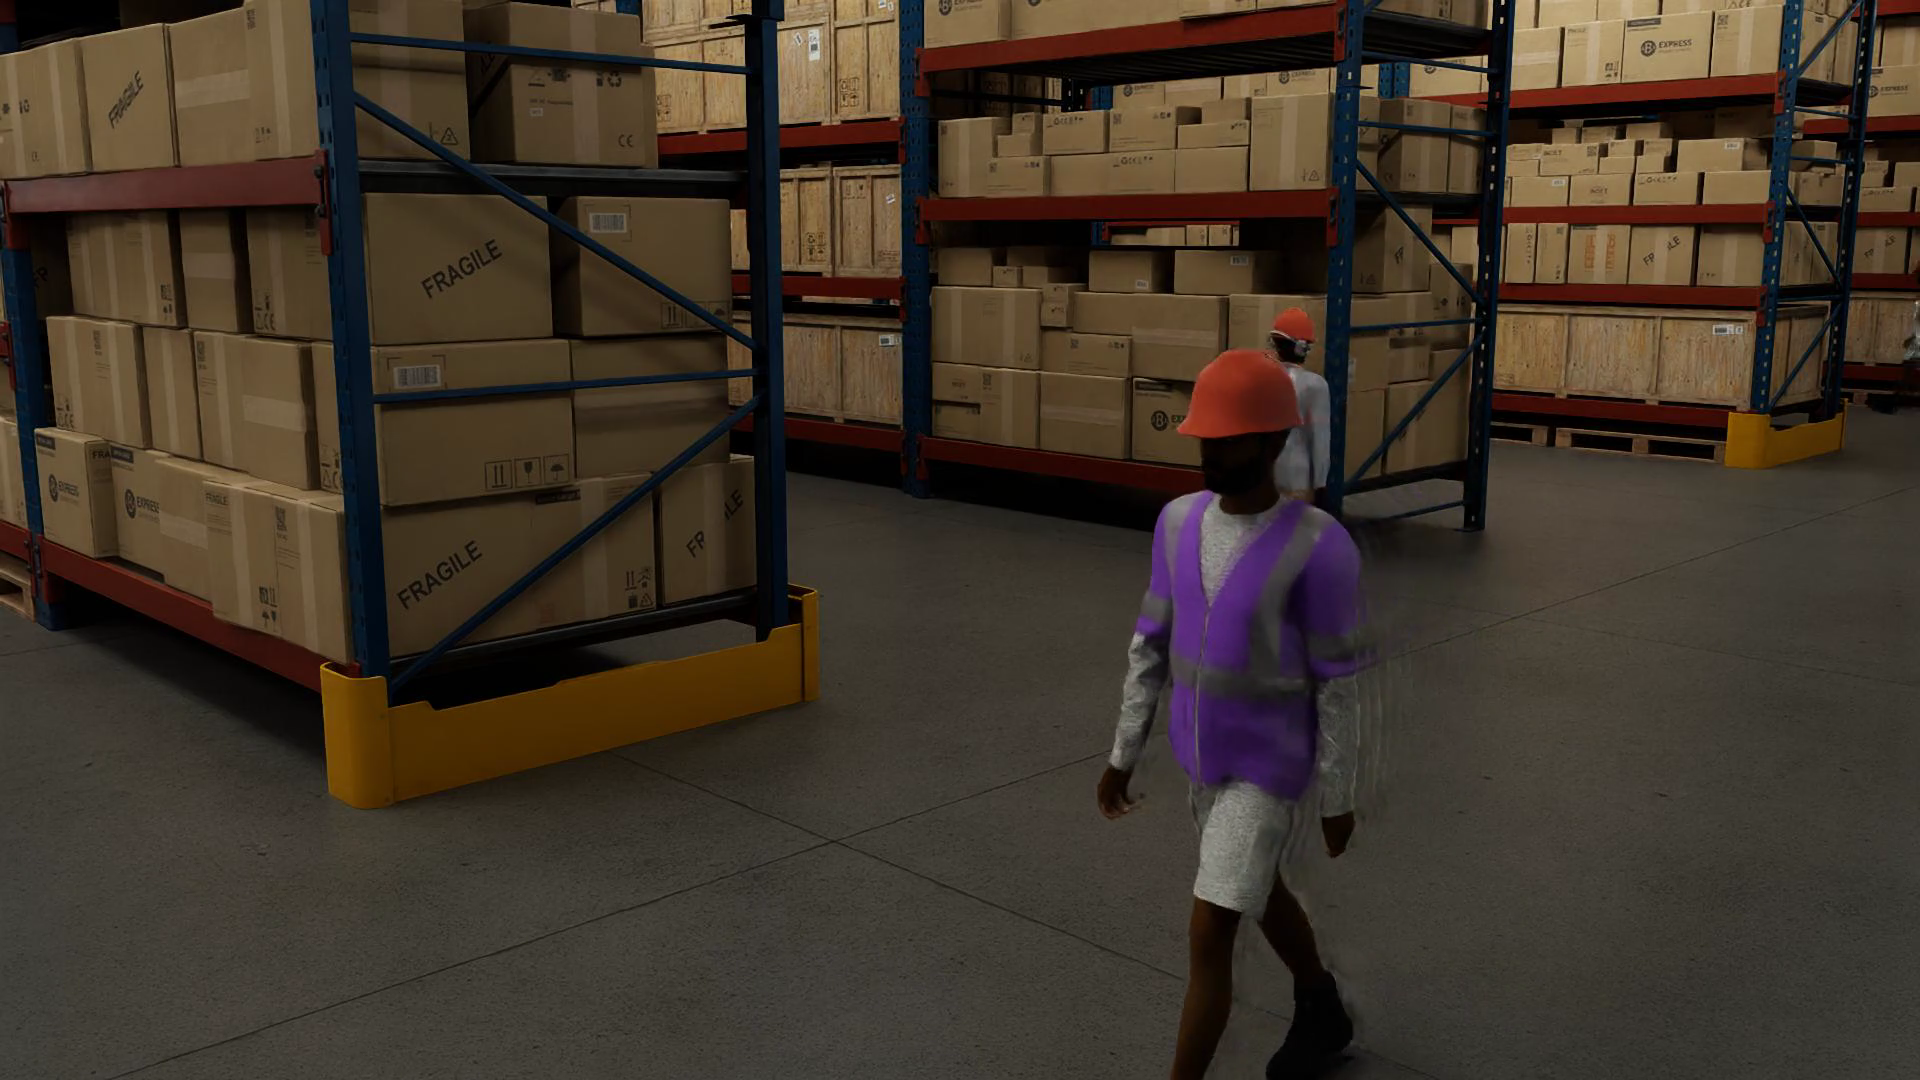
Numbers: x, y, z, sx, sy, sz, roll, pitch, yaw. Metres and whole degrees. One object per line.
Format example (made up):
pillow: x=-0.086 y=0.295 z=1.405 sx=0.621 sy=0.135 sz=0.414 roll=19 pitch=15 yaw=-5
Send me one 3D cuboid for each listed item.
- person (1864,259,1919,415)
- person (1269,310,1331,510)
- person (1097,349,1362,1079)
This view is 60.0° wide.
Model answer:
person: x=11.308 y=-2.393 z=19.630 sx=1.014 sy=1.870 sz=0.557 roll=8 pitch=13 yaw=38
person: x=1.740 y=-0.351 z=8.903 sx=0.570 sy=1.738 sz=0.389 roll=10 pitch=14 yaw=44
person: x=0.674 y=0.493 z=3.906 sx=1.007 sy=1.893 sz=0.552 roll=-8 pitch=13 yaw=-37
